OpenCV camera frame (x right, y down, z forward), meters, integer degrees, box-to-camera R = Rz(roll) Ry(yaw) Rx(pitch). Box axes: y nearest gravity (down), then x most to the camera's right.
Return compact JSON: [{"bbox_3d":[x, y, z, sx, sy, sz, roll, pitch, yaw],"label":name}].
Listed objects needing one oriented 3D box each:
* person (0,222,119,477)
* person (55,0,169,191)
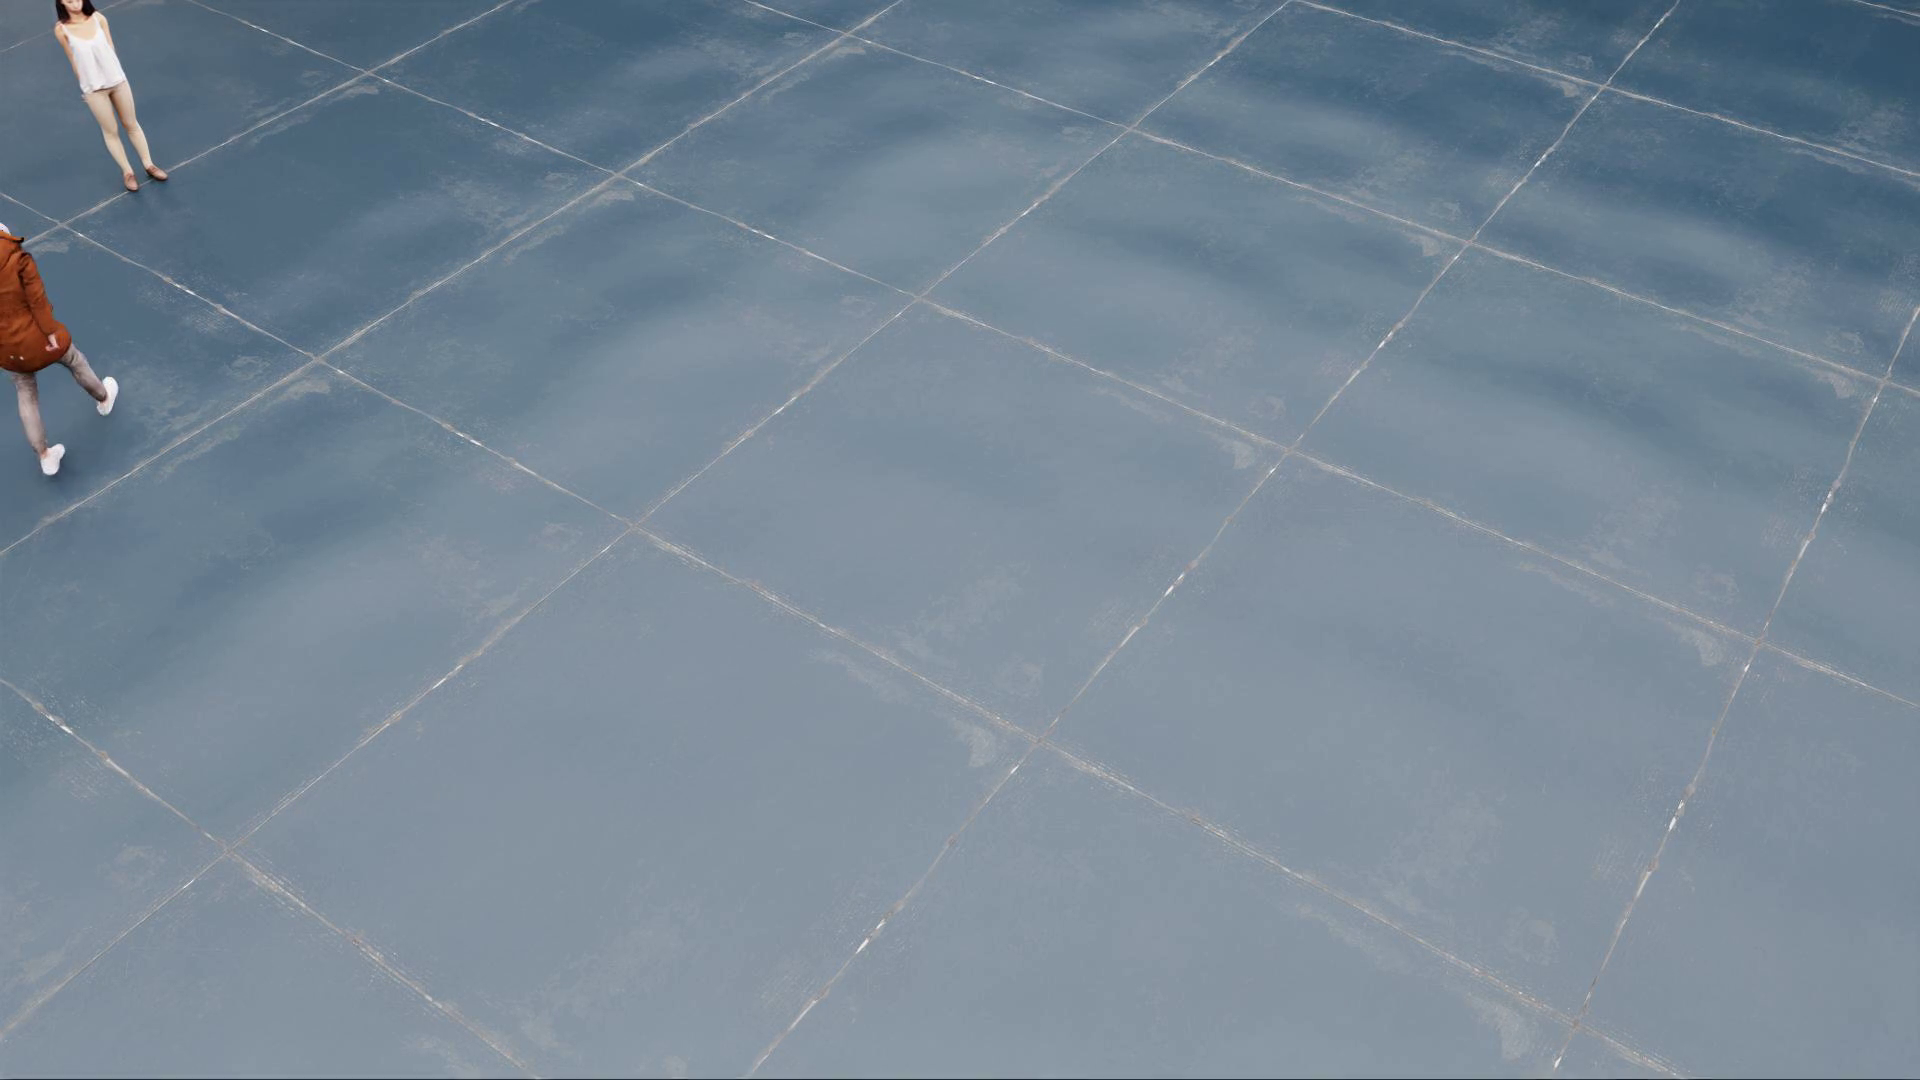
[{"bbox_3d":[-5.771,-1.200,10.196,1.137,1.782,1.173,-4,43,-4],"label":"person"},{"bbox_3d":[-6.585,-3.516,12.772,0.569,1.653,0.624,26,49,25],"label":"person"}]
